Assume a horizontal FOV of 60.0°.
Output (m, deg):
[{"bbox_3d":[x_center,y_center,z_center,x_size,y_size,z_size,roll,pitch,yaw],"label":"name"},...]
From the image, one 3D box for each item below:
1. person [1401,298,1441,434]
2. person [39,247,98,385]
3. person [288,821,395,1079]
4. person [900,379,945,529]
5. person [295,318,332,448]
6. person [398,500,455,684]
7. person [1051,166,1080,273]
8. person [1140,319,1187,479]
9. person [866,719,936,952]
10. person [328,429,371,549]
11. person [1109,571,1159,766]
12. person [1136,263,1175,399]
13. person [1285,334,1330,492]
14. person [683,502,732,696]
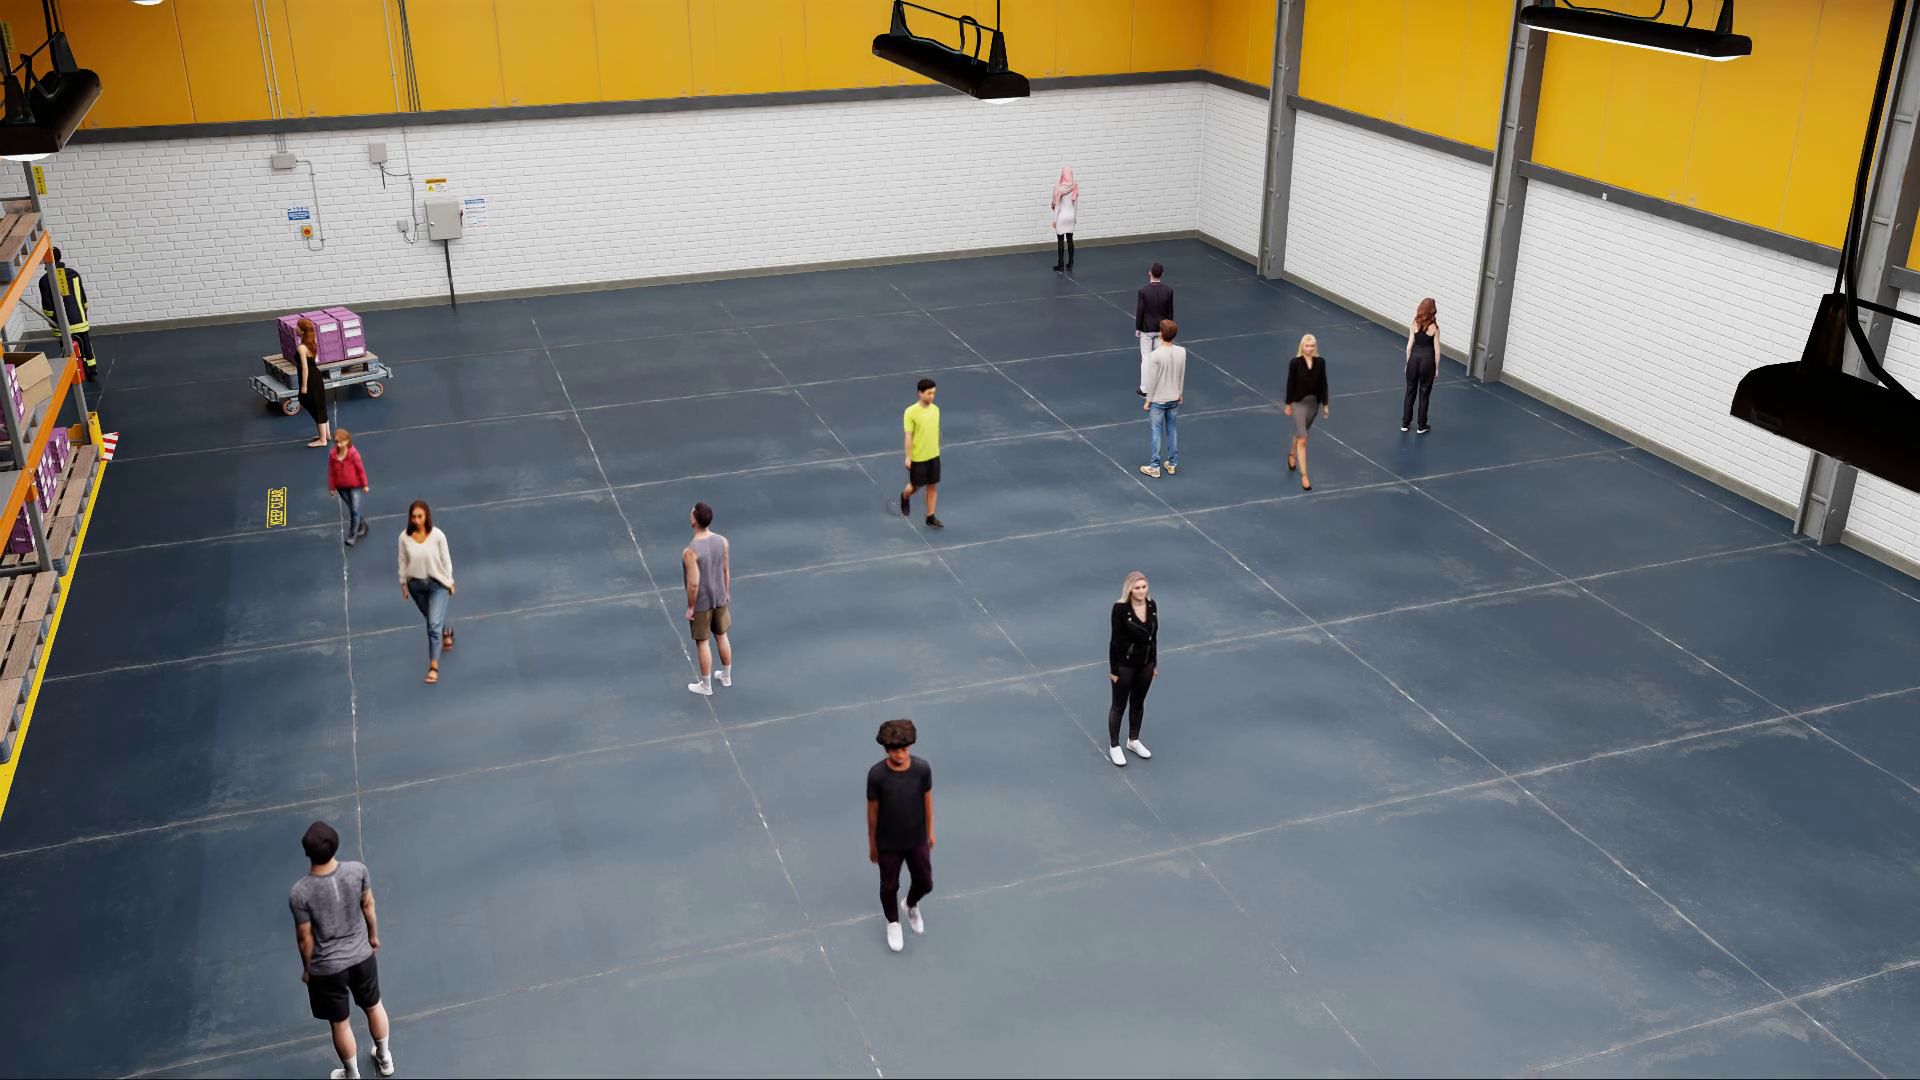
[{"bbox_3d":[5.862,-2.229,21.149,0.649,1.747,0.729,14,27,28],"label":"person"},{"bbox_3d":[-12.296,-3.100,22.919,0.910,1.928,0.889,14,27,30],"label":"person"},{"bbox_3d":[-3.755,2.533,10.103,0.731,1.871,0.703,-20,31,-38],"label":"person"},{"bbox_3d":[-0.447,-0.970,18.332,0.771,1.698,0.940,-16,28,-32],"label":"person"},{"bbox_3d":[-8.068,-1.971,20.712,0.688,1.625,0.589,-2,24,-4],"label":"person"},{"bbox_3d":[-4.855,0.403,15.263,0.889,1.642,1.164,0,24,1],"label":"person"},{"bbox_3d":[1.818,-5.536,28.644,0.644,1.804,0.613,-11,26,-23],"label":"person"},{"bbox_3d":[2.425,-1.678,19.695,0.685,1.904,0.596,-11,26,-23],"label":"person"},{"bbox_3d":[-0.419,1.979,11.493,0.659,1.772,0.643,-6,24,-14],"label":"person"},{"bbox_3d":[-6.578,-0.594,17.987,0.764,1.285,0.964,2,24,4],"label":"person"},{"bbox_3d":[1.421,1.037,13.756,0.624,1.686,0.559,-11,26,-24],"label":"person"},{"bbox_3d":[2.607,-2.833,22.411,0.712,1.844,0.632,-3,24,-6],"label":"person"},{"bbox_3d":[4.024,-1.532,19.509,0.736,1.786,1.189,-4,24,-9],"label":"person"},{"bbox_3d":[-2.252,0.521,14.824,0.728,1.846,0.717,21,31,39],"label":"person"}]
